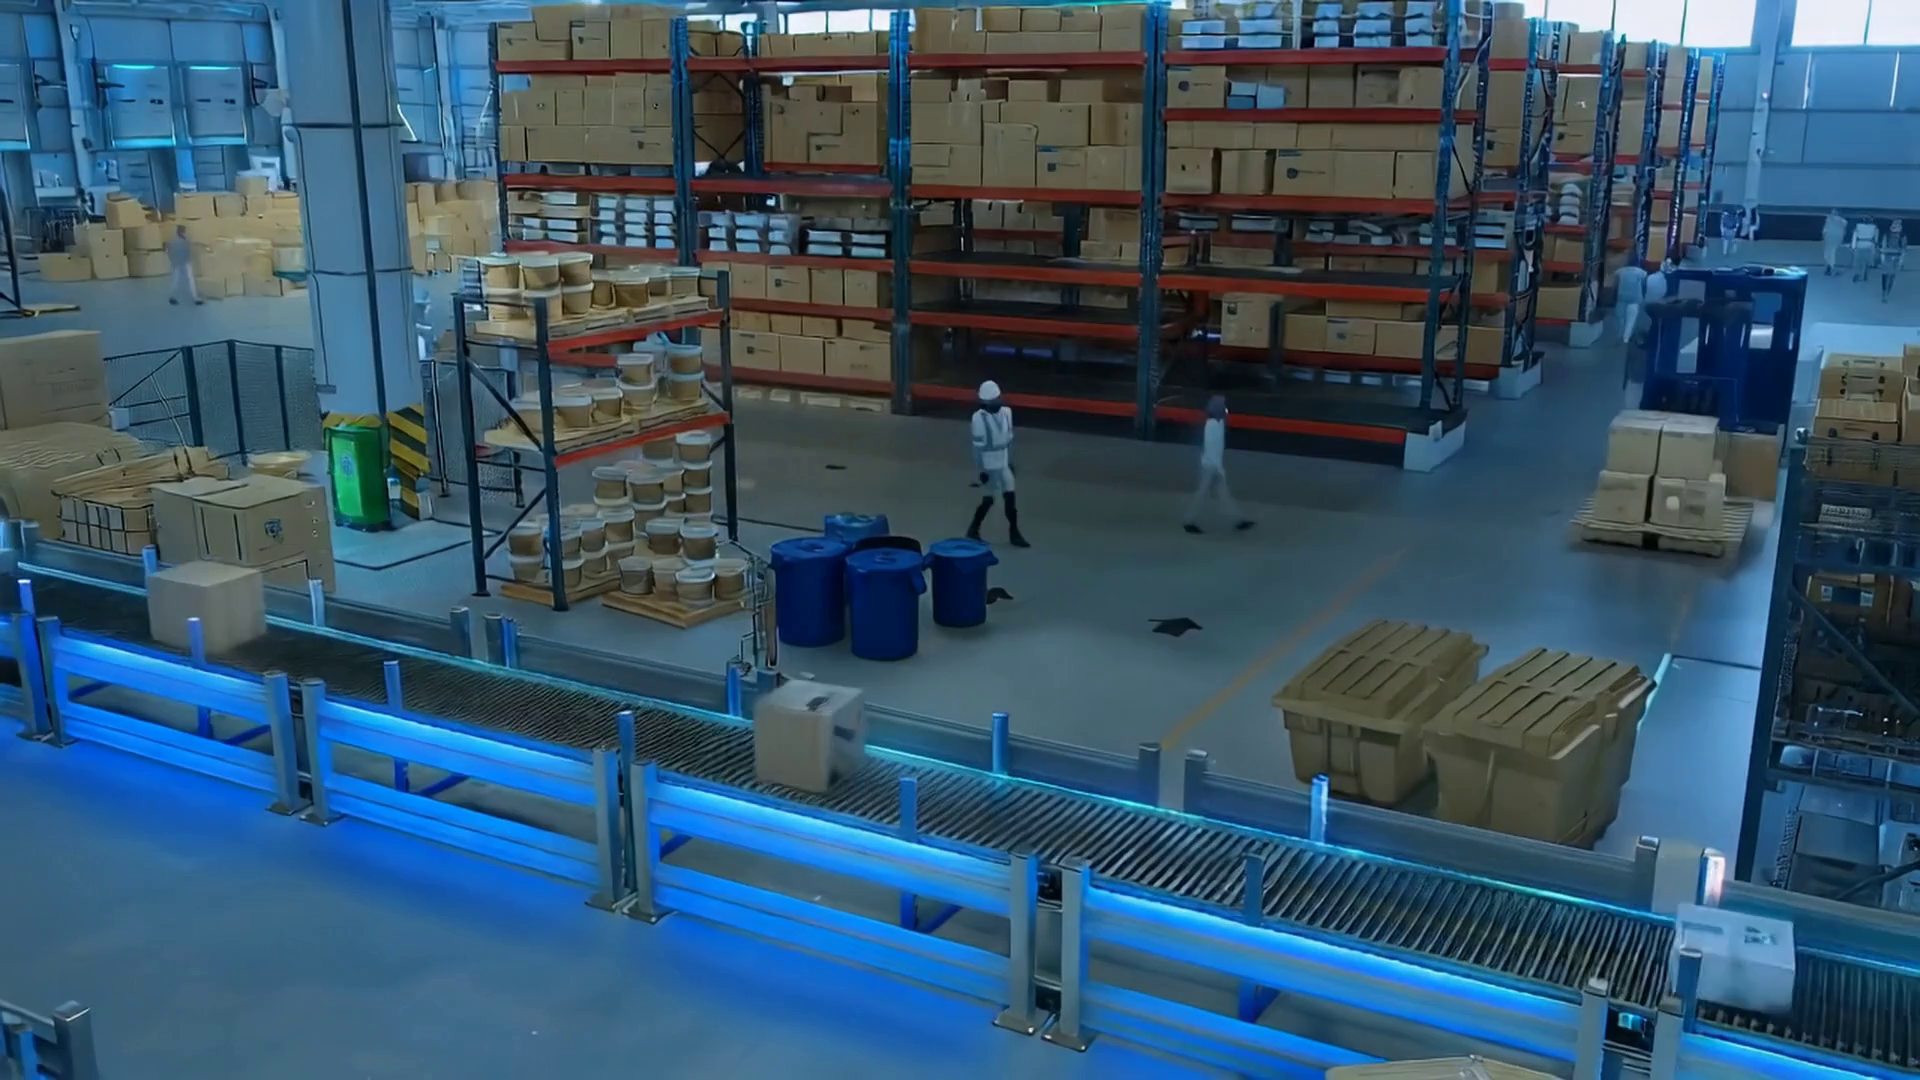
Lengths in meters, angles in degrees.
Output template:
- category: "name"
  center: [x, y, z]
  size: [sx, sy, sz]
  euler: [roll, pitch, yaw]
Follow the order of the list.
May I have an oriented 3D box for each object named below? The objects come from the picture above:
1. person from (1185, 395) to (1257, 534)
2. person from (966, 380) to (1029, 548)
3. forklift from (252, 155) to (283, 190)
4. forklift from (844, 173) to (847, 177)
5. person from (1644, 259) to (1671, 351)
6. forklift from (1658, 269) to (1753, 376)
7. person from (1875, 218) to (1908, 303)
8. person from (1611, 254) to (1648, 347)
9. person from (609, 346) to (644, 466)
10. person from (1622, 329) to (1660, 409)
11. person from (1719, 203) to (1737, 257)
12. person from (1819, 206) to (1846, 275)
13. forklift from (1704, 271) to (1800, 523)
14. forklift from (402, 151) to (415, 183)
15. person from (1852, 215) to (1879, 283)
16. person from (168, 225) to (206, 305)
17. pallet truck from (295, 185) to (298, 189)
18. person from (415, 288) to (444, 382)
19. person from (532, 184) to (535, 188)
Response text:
- category: "person"
  center: [2.932, -0.825, 18.669]
  size: [0.839, 1.596, 0.507]
  euler: [6, 16, 21]
- category: "person"
  center: [0.358, -0.831, 18.140]
  size: [0.599, 1.889, 0.608]
  euler: [-13, 20, -40]
- category: "forklift"
  center: [-24.902, -12.492, 60.060]
  size: [1.873, 2.768, 1.129]
  euler: [13, 20, 40]
- category: "forklift"
  center: [-4.200, -11.419, 56.027]
  size: [1.129, 2.768, 1.873]
  euler: [8, 17, 28]
- category: "person"
  center: [13.101, -4.299, 31.148]
  size: [0.400, 1.901, 0.642]
  euler: [-6, 16, -23]
- category: "forklift"
  center: [8.863, -1.839, 20.014]
  size: [1.129, 2.768, 1.873]
  euler: [8, 17, 28]
- category: "person"
  center: [22.562, -6.791, 40.315]
  size: [0.617, 2.002, 1.039]
  euler: [10, 18, 33]
- category: "person"
  center: [13.335, -4.759, 33.034]
  size: [0.664, 1.809, 0.851]
  euler: [9, 17, 31]
- category: "person"
  center: [-4.267, -1.546, 20.984]
  size: [0.852, 1.795, 0.626]
  euler: [6, 16, 20]
- category: "person"
  center: [9.745, -2.225, 23.892]
  size: [0.528, 1.594, 0.811]
  euler: [11, 18, 36]
- category: "person"
  center: [23.720, -9.573, 51.411]
  size: [0.564, 1.656, 0.460]
  euler: [2, 15, 6]
- category: "person"
  center: [24.264, -8.325, 46.300]
  size: [0.639, 1.888, 0.421]
  euler: [0, 15, -1]
- category: "forklift"
  center: [9.269, -1.763, 19.726]
  size: [1.129, 2.768, 1.873]
  euler: [8, 17, 27]
- category: "forklift"
  center: [-21.377, -13.658, 64.445]
  size: [1.873, 2.768, 1.129]
  euler: [0, 15, 1]
- category: "person"
  center: [24.129, -7.773, 44.393]
  size: [0.588, 1.806, 0.932]
  euler: [10, 18, 34]
- category: "person"
  center: [-18.507, -6.516, 39.533]
  size: [0.965, 1.902, 0.653]
  euler: [6, 16, 22]
- category: "pallet truck"
  center: [-26.804, -14.617, 69.738]
  size: [1.885, 1.965, 0.823]
  euler: [-14, 20, -42]
- category: "person"
  center: [-9.234, -3.535, 28.764]
  size: [0.522, 1.639, 0.309]
  euler: [5, 16, 20]
- category: "person"
  center: [-16.920, -13.461, 66.005]
  size: [0.532, 1.686, 0.333]
  euler: [4, 15, 13]
